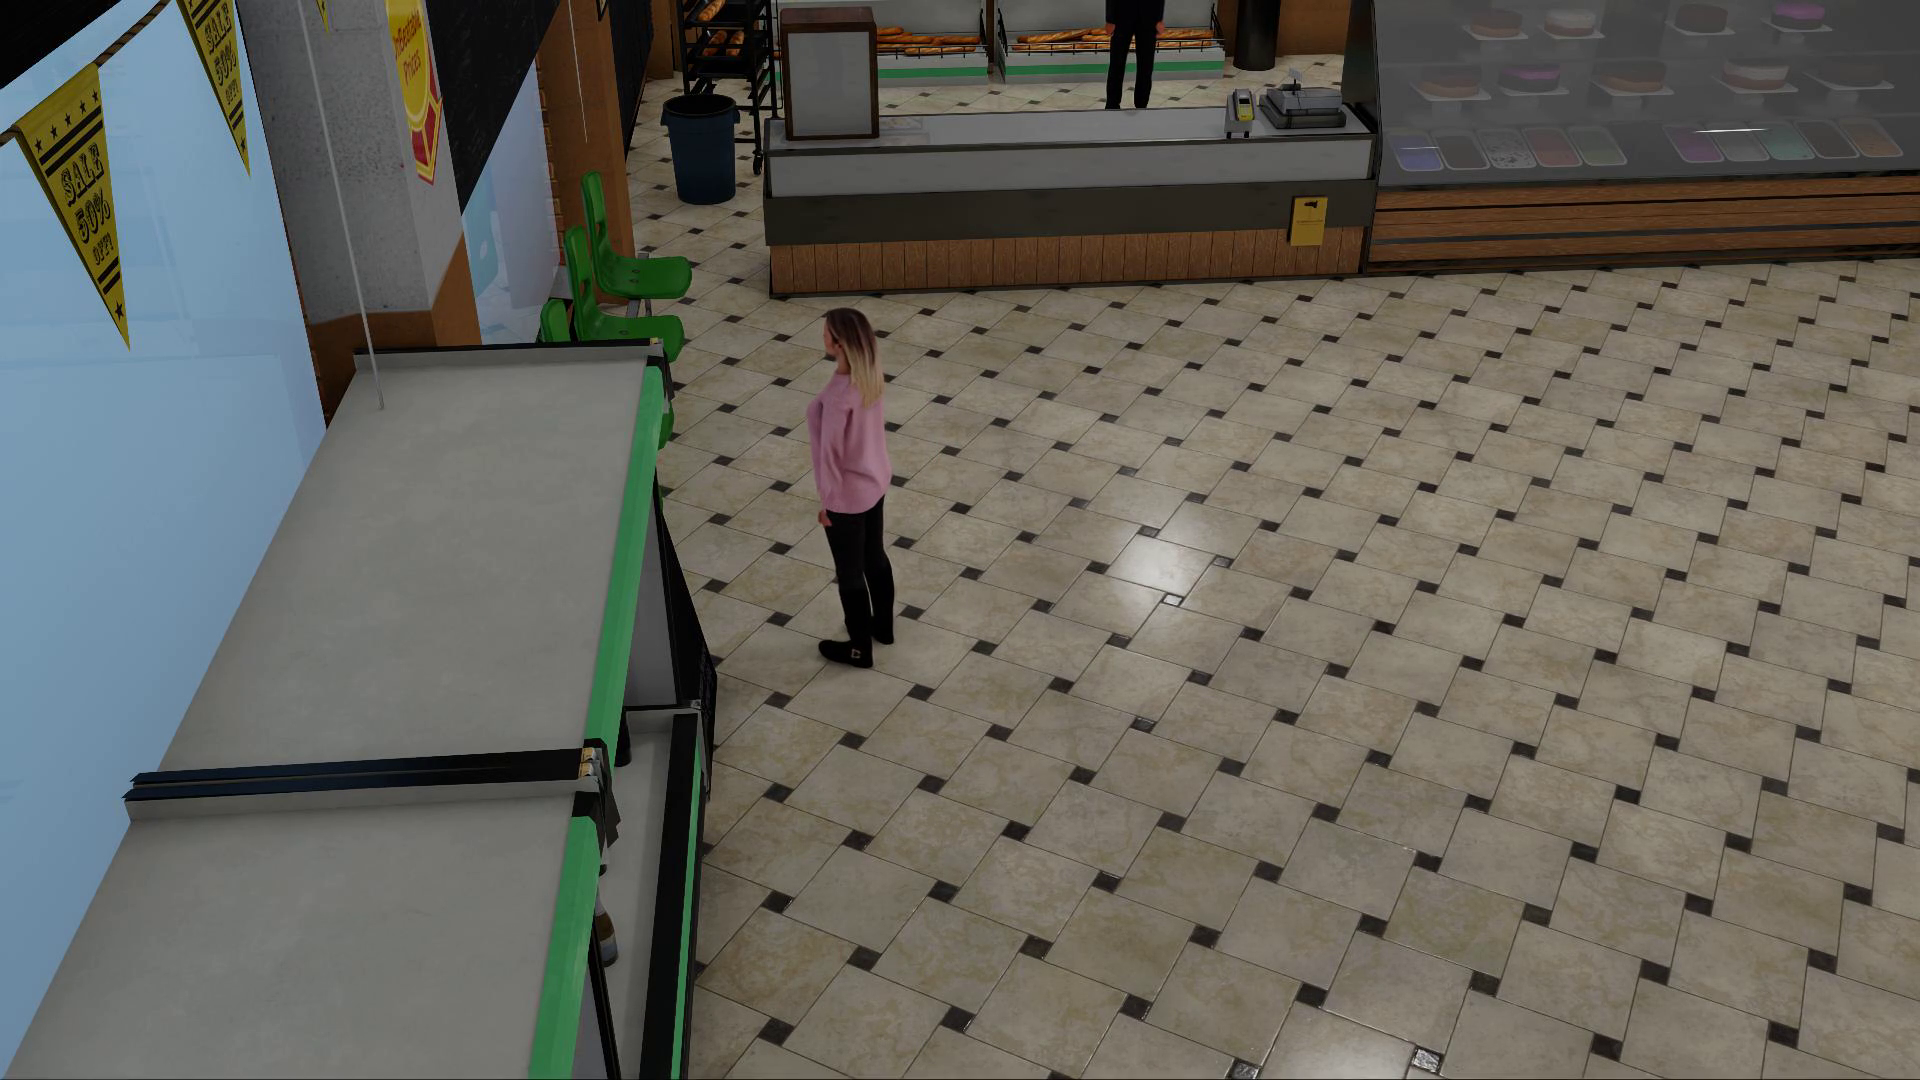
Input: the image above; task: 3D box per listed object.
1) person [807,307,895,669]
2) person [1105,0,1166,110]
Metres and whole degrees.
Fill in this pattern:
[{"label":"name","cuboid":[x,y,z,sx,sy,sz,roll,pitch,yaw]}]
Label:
[{"label":"person","cuboid":[-0.440,-0.215,7.171,0.735,1.686,0.626,12,34,19]},{"label":"person","cuboid":[1.426,-4.238,13.466,0.626,1.867,0.548,-3,32,-4]}]
